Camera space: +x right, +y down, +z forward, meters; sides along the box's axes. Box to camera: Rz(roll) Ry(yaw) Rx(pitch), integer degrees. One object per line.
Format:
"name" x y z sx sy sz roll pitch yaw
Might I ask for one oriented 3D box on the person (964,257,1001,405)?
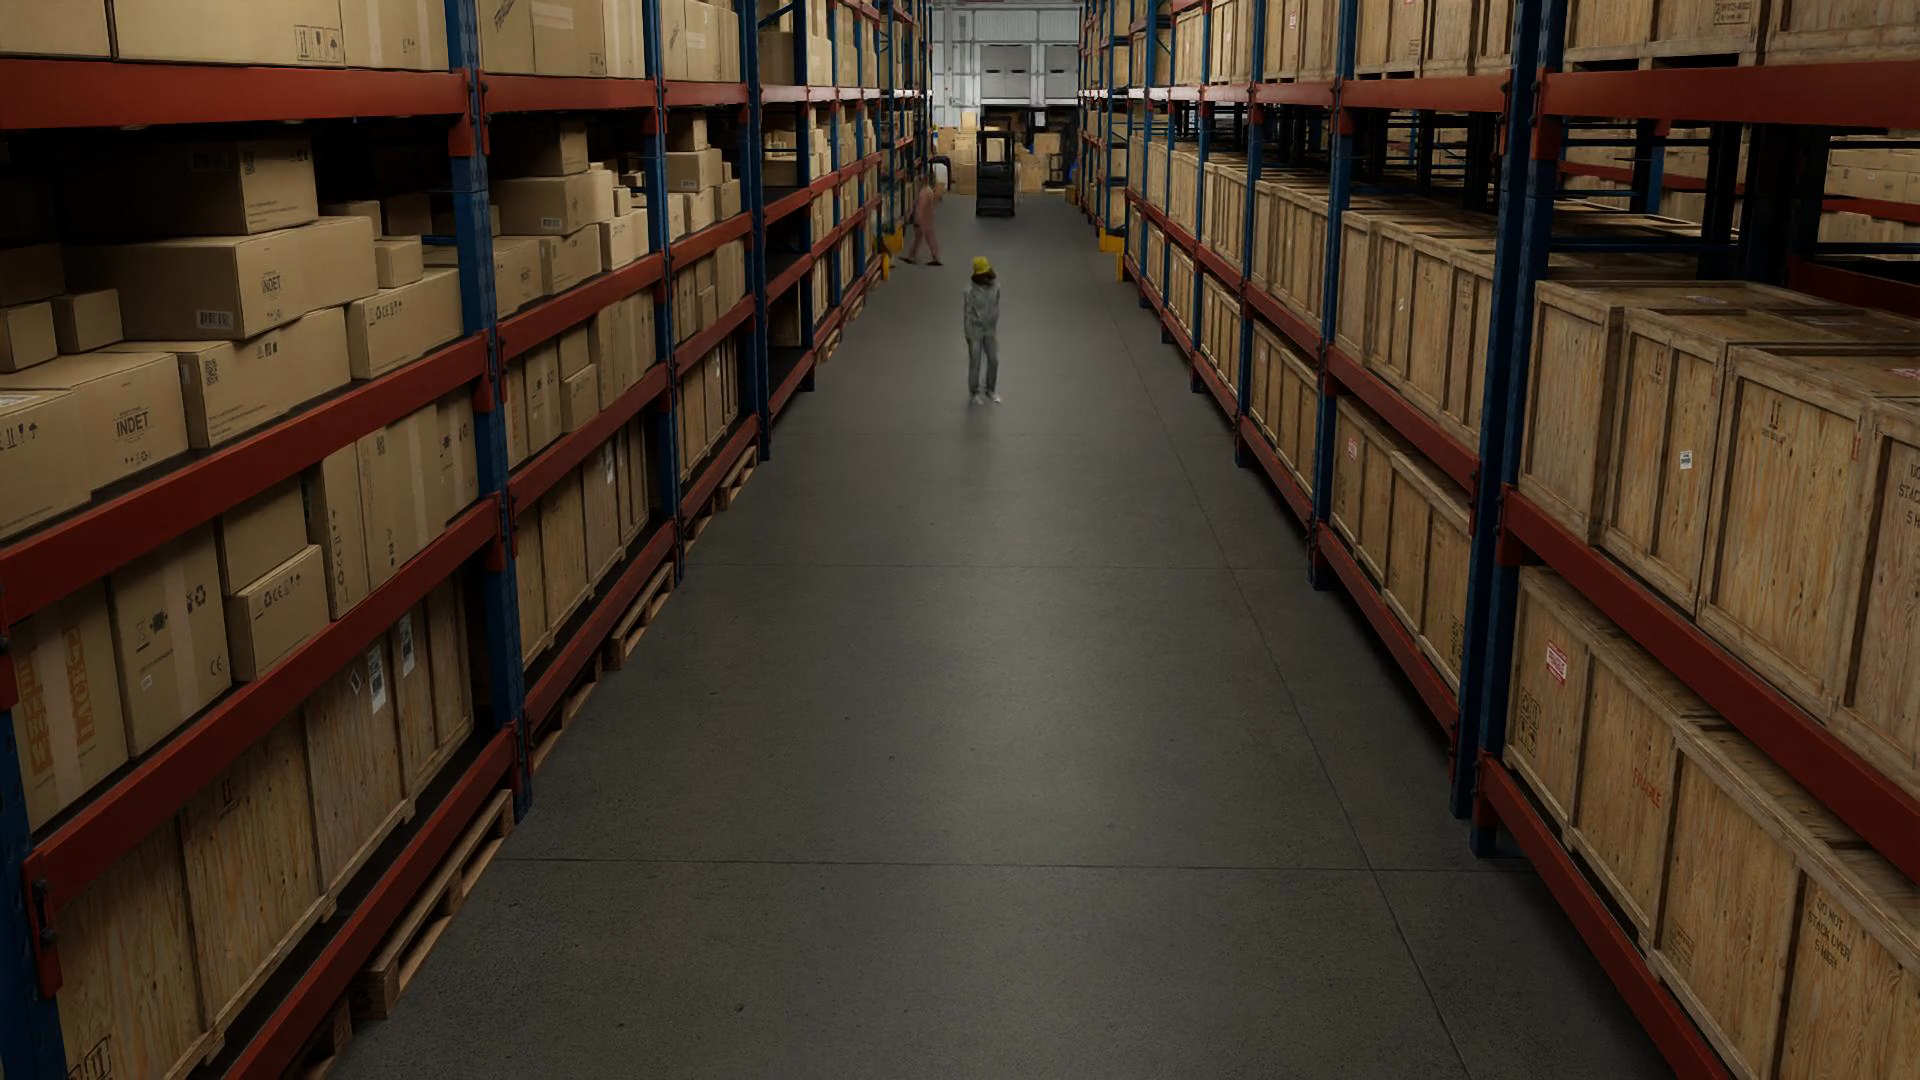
"person" 0.236 -2.355 18.776 0.498 1.702 0.550 -7 17 -25

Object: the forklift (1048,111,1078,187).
"forklift" 4.375 -14.610 62.149 1.873 2.768 1.129 6 16 21

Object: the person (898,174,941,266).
"person" -0.832 -6.574 34.172 0.967 1.856 0.681 1 15 5

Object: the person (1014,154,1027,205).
"person" 1.792 -11.385 52.570 0.534 1.594 0.845 -11 18 -34

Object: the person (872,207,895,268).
"person" -1.770 -6.464 33.539 1.041 1.992 0.627 3 15 10

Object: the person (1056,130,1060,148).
"person" 5.046 -20.407 86.087 0.311 1.635 0.513 5 16 16

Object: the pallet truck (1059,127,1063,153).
"pallet truck" 5.788 -21.111 88.014 1.885 1.965 0.823 5 16 18

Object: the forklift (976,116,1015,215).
"forklift" 1.038 -10.943 48.508 1.129 2.768 1.873 0 15 1

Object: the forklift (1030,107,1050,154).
"forklift" 3.839 -19.436 80.107 1.129 2.768 1.873 -7 17 -24
